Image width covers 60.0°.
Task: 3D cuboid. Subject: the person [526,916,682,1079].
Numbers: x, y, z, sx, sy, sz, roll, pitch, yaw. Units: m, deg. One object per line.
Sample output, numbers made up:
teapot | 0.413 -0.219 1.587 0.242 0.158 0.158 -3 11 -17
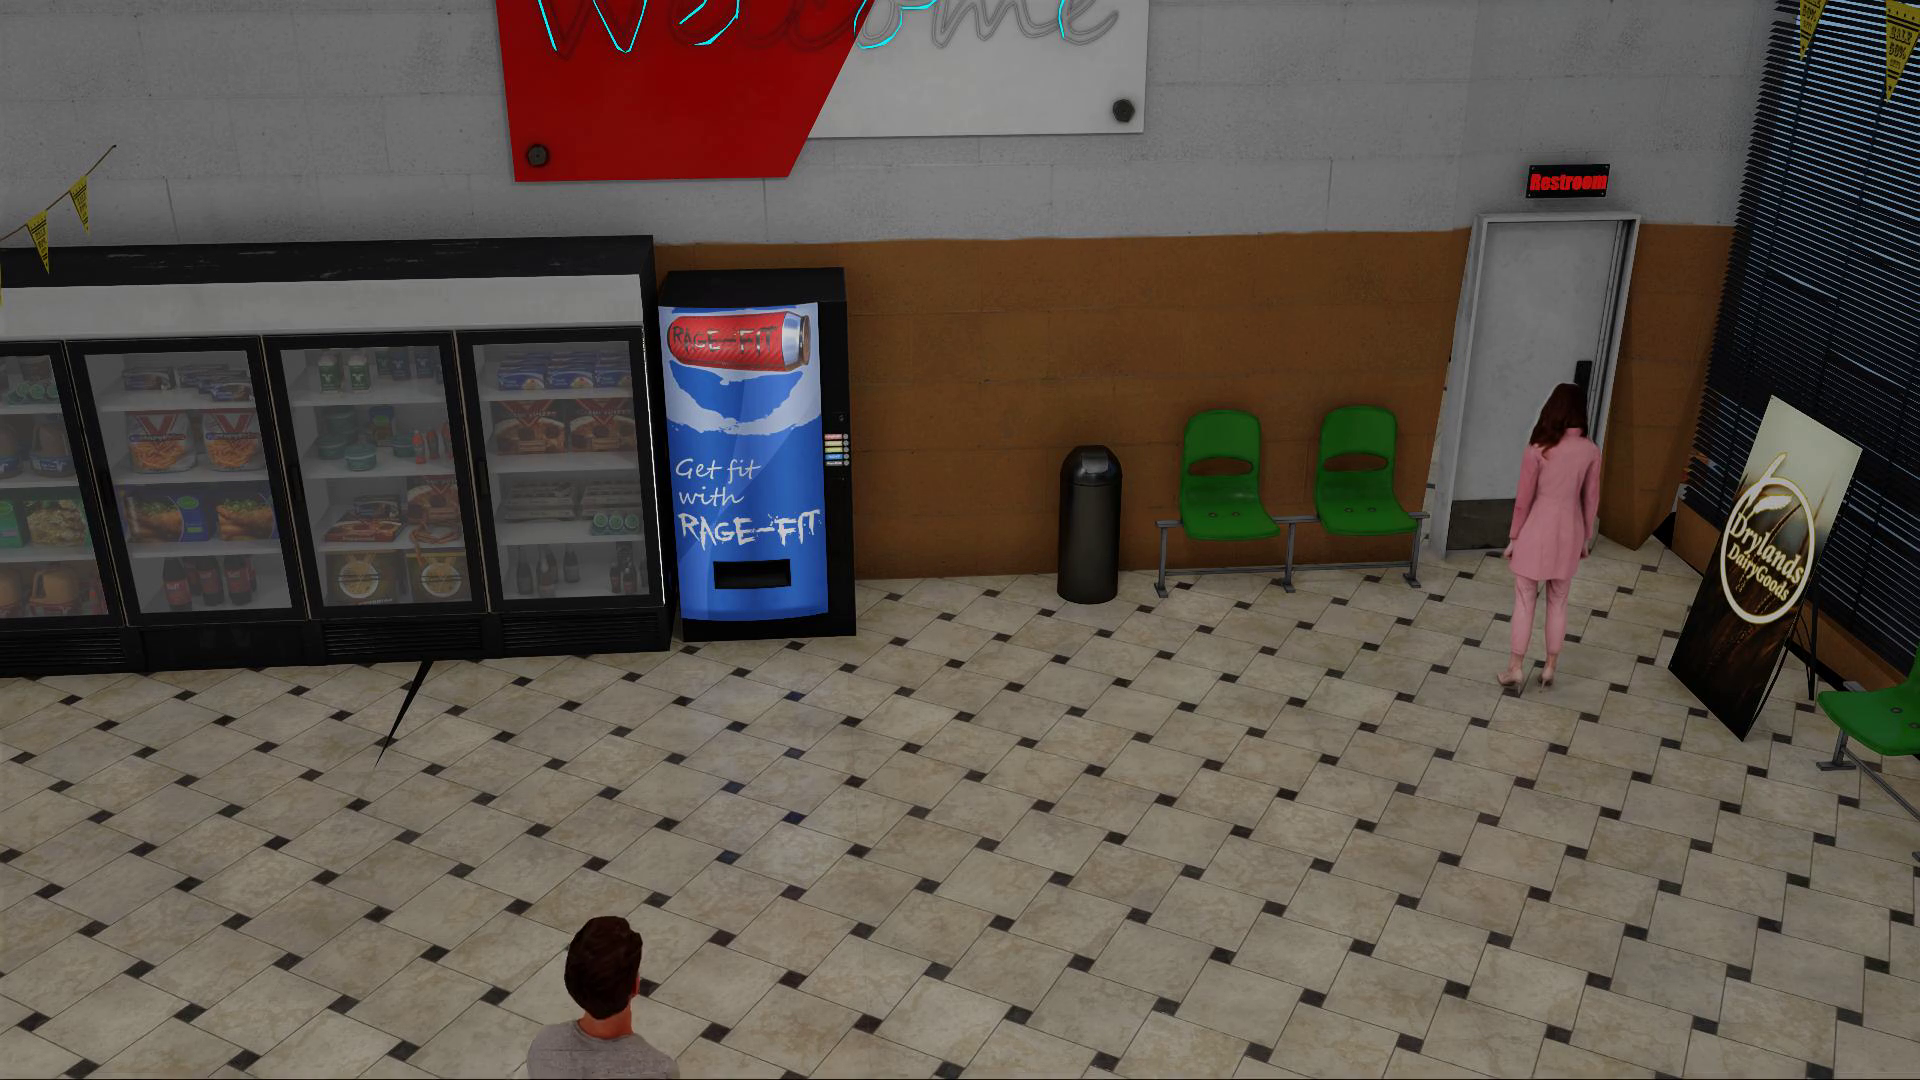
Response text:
person | -0.994 1.975 4.609 0.982 1.850 1.320 7 25 16

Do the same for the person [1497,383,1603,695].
person | 3.240 0.009 9.160 0.635 1.803 0.540 0 24 1
